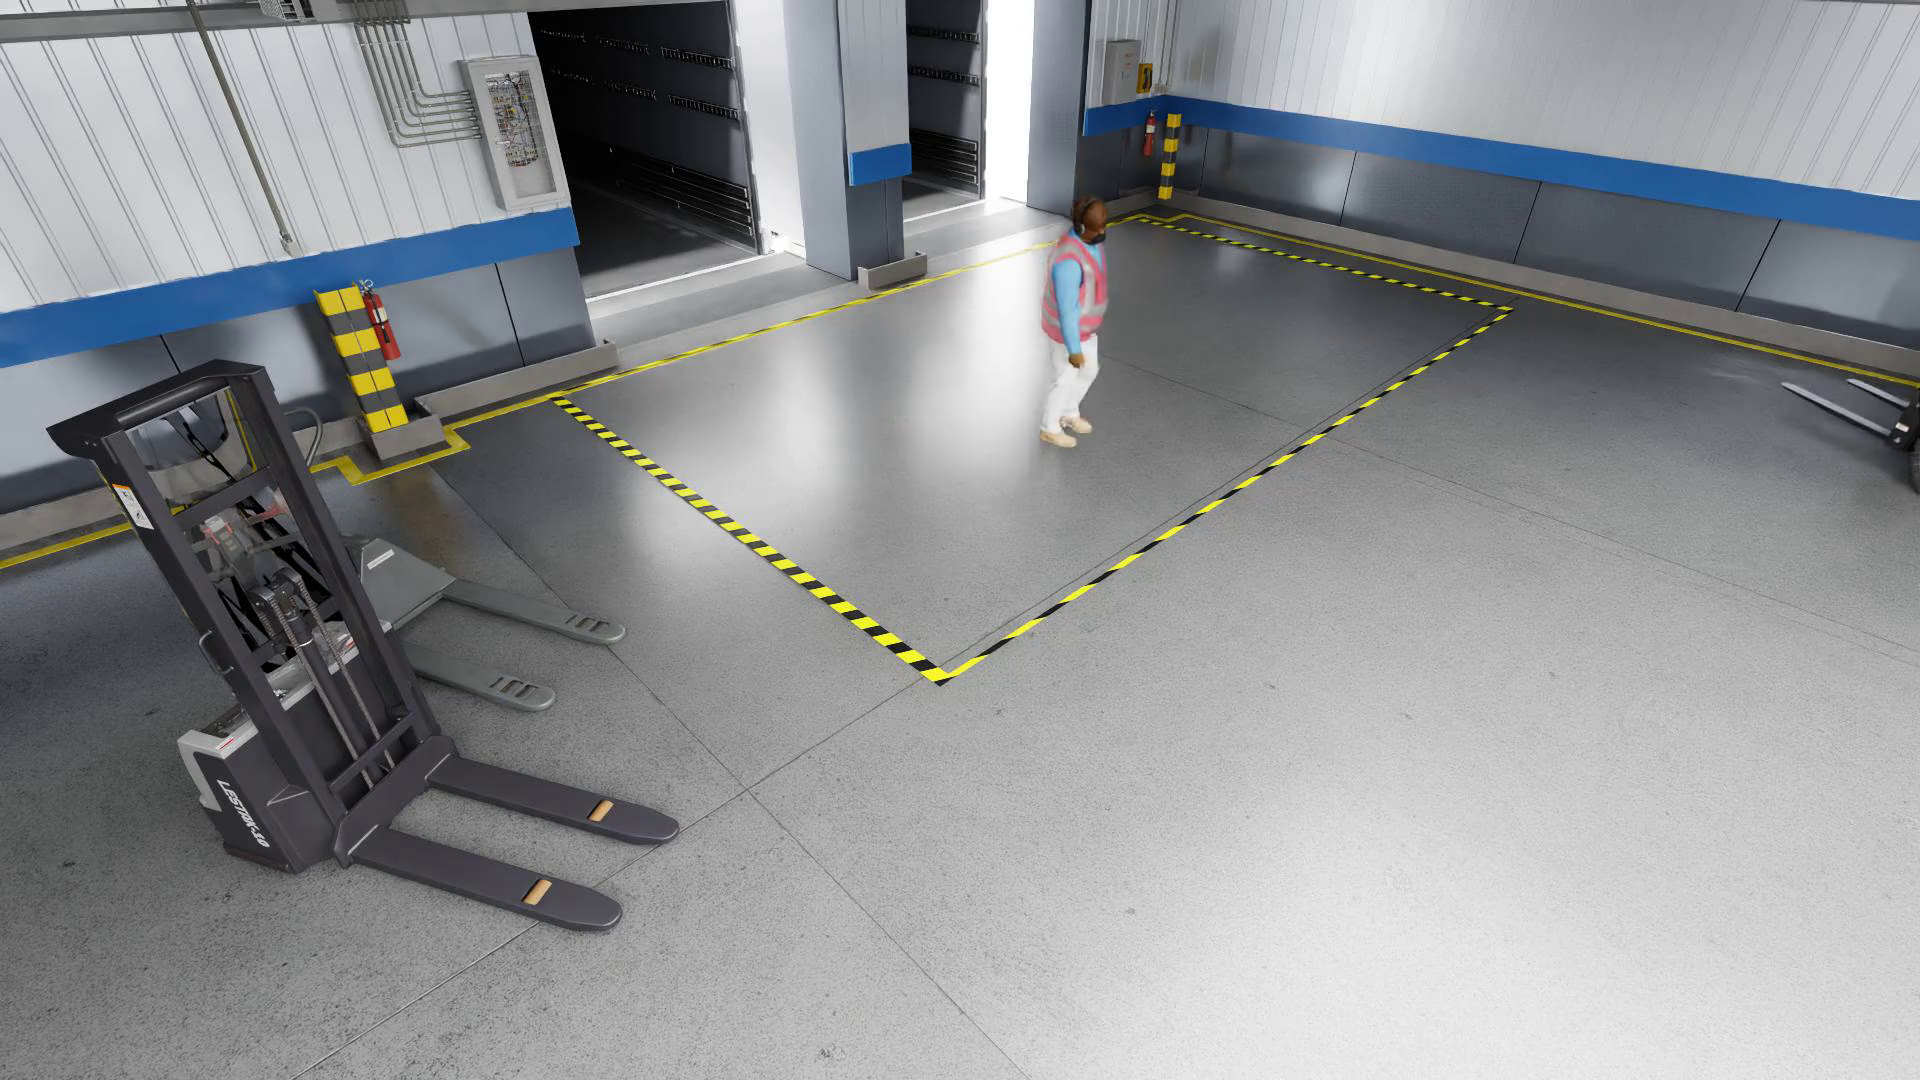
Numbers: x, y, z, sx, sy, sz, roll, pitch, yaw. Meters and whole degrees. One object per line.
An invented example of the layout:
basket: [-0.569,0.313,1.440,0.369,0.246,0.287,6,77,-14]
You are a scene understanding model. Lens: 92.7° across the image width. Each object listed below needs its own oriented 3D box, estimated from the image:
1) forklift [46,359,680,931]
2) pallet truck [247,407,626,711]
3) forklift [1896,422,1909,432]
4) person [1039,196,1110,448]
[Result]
forklift: [-2.135,0.422,3.354,1.885,1.965,0.823,10,35,14]
pallet truck: [-2.628,0.038,4.590,1.601,1.201,0.680,12,36,18]
forklift: [7.169,-0.780,4.805,1.157,2.036,2.680,-4,34,-6]
person: [0.776,-1.434,6.258,0.437,1.802,0.665,13,36,19]
